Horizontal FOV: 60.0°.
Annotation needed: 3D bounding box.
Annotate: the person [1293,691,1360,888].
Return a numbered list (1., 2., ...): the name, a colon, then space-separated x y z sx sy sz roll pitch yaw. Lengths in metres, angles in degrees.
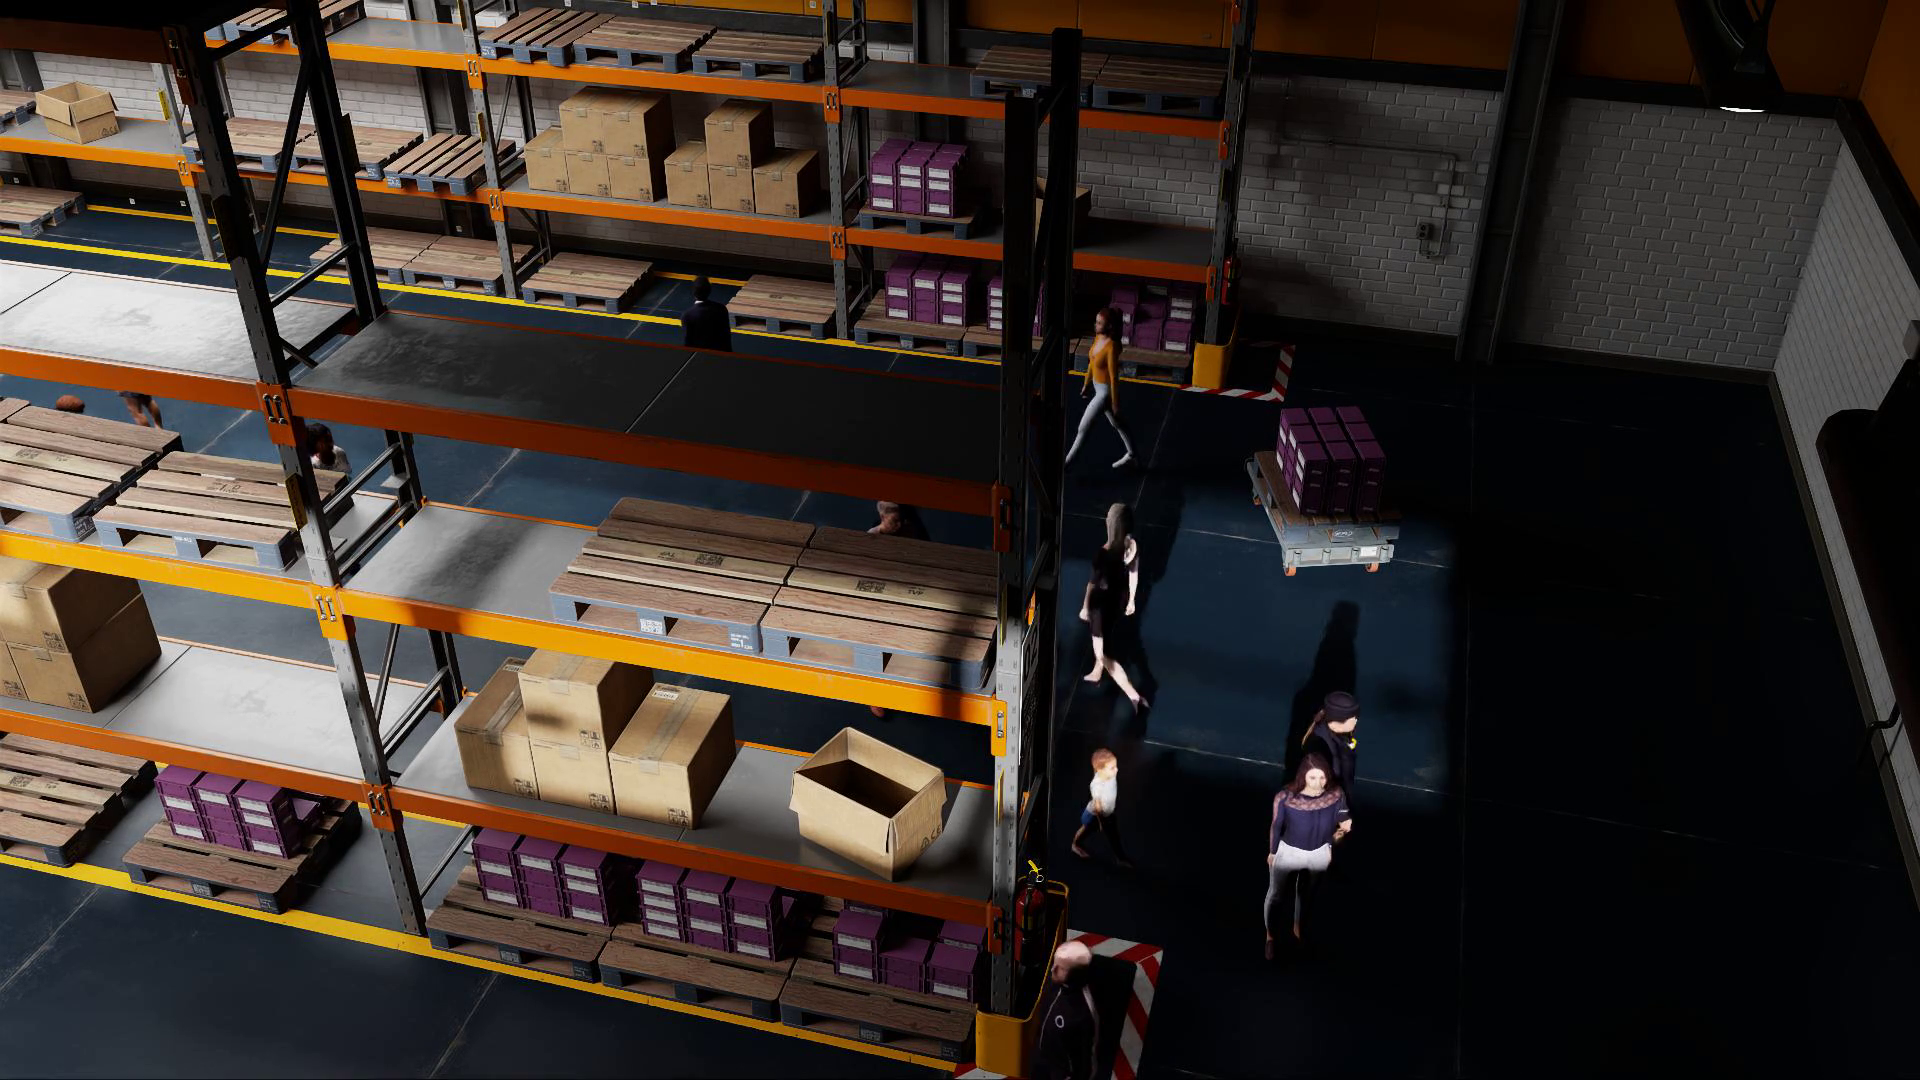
1. person: 2.284 1.670 10.913 0.744 1.655 0.730 11 35 15

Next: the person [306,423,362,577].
1. person: -5.218 -0.253 13.830 0.982 1.629 0.667 14 36 21

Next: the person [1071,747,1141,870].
1. person: 0.913 1.809 11.300 0.775 0.995 0.596 24 41 32

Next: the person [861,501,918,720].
1. person: -0.533 0.445 12.563 0.780 1.868 0.819 -22 39 -29

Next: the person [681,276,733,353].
1. person: -2.401 -1.723 15.952 0.691 1.727 0.764 -16 37 -22

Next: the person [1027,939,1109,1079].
1. person: 0.683 2.791 9.077 0.940 1.821 0.878 -12 35 -17

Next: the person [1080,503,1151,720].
1. person: 1.171 0.560 12.448 0.970 1.805 1.138 -24 41 -32

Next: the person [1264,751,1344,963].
1. person: 2.154 1.989 10.476 0.617 1.608 0.737 -5 34 -8

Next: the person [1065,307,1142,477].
1. person: 1.413 -1.351 15.426 1.271 1.691 1.005 -8 34 -11
